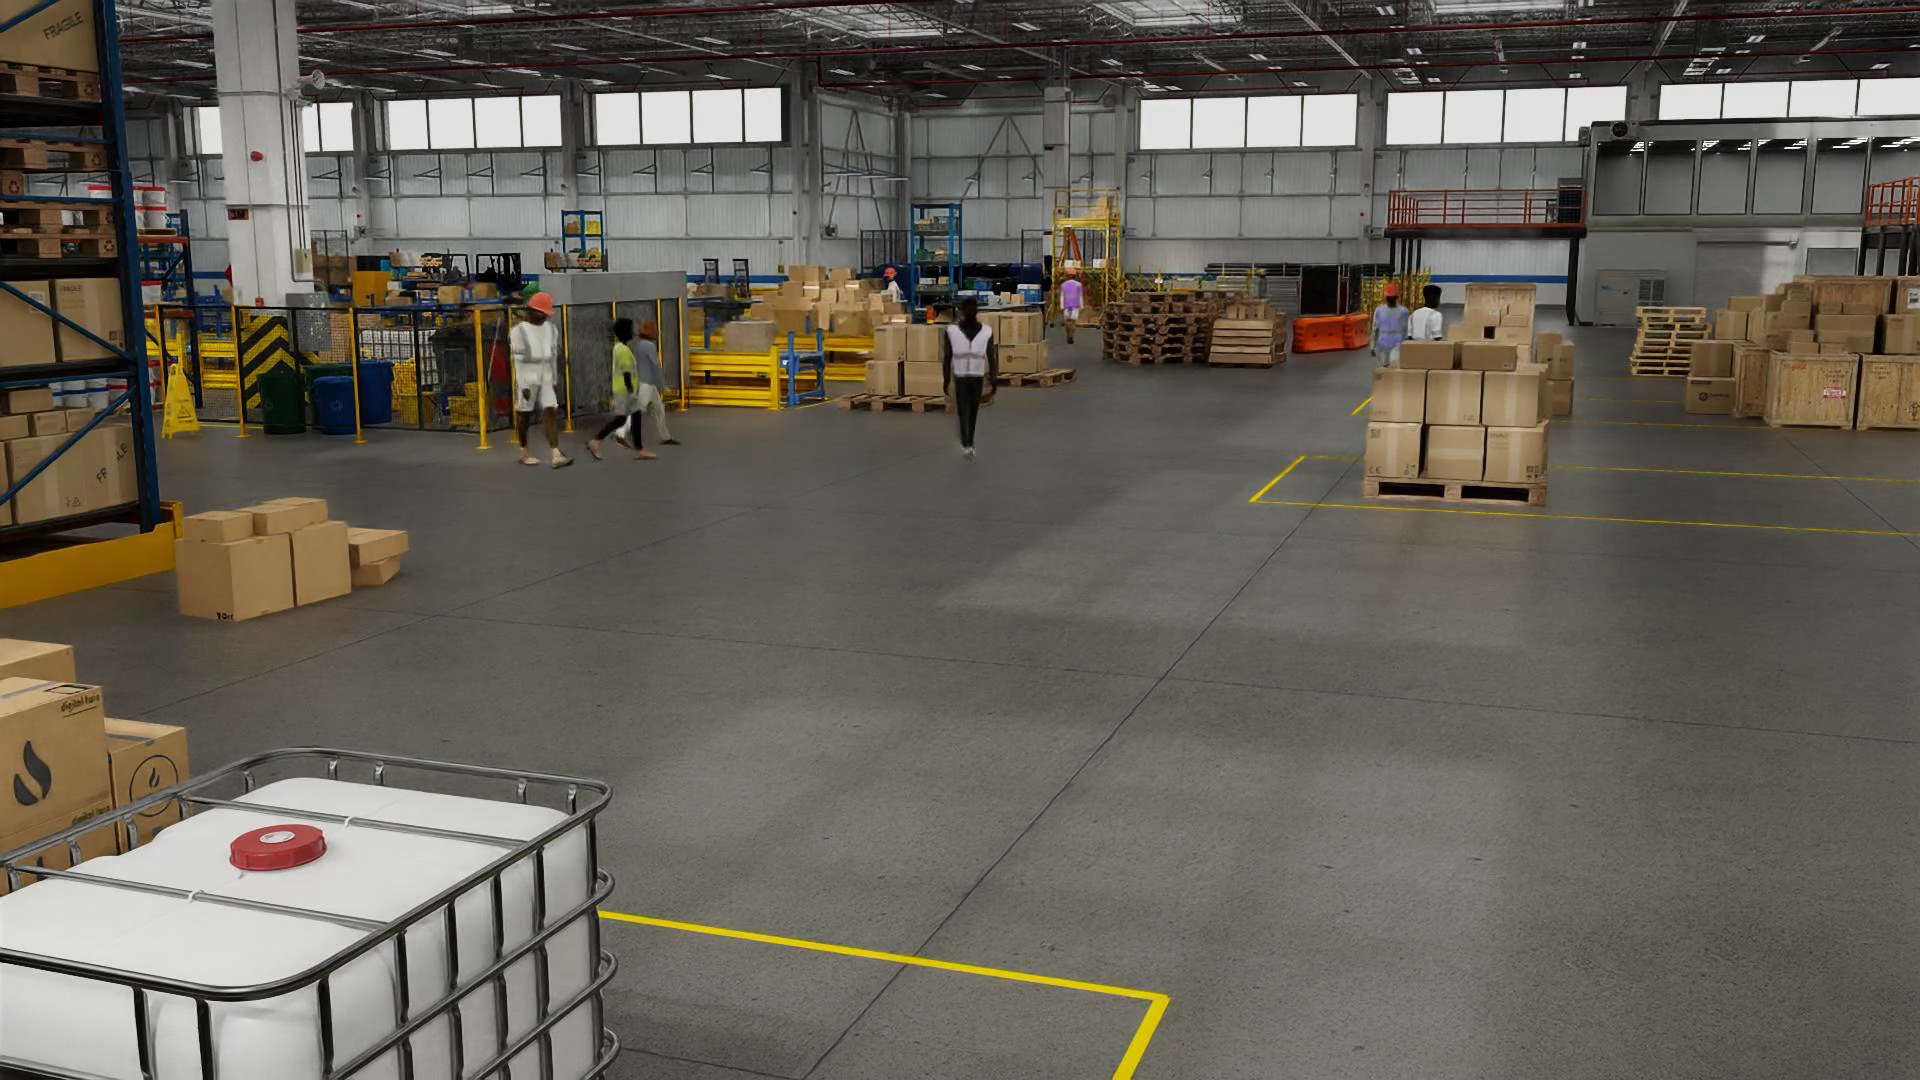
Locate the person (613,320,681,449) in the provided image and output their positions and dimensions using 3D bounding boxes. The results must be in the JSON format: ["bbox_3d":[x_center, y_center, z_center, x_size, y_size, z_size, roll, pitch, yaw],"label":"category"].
[{"bbox_3d":[-3.913,-1.925,20.568,0.861,1.591,0.491,-4,11,-22],"label":"person"}]

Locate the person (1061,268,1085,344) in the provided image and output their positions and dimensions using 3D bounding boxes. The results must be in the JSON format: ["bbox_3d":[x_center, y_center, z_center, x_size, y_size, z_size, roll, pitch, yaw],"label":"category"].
[{"bbox_3d":[2.875,-5.943,42.274,0.574,1.897,0.885,3,11,17],"label":"person"}]

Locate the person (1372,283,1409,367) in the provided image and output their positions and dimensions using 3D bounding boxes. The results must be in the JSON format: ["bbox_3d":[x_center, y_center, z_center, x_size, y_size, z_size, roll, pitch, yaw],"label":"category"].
[{"bbox_3d":[6.808,-3.103,26.298,0.553,1.914,0.829,4,11,23],"label":"person"}]

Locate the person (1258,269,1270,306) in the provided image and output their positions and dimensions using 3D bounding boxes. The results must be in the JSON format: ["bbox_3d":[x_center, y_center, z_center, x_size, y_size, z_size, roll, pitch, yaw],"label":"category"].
[{"bbox_3d":[10.067,-8.073,54.832,0.519,1.699,0.744,-9,14,-42],"label":"person"}]

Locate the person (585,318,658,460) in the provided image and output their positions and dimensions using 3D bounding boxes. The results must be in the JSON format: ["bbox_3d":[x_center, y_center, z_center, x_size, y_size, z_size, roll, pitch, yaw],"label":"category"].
[{"bbox_3d":[-3.944,-1.737,19.243,0.765,1.674,0.535,-2,10,-11],"label":"person"}]

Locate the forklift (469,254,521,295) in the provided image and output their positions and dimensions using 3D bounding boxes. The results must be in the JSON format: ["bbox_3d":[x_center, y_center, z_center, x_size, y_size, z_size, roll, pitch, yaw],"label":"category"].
[{"bbox_3d":[-17.990,-10.121,64.684,1.157,1.987,2.680,3,11,17],"label":"forklift"}]

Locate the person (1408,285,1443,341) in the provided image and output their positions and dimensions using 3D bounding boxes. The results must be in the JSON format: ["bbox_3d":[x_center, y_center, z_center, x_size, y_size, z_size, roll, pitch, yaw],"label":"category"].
[{"bbox_3d":[6.434,-2.536,22.950,0.385,1.958,0.608,-5,11,-26],"label":"person"}]

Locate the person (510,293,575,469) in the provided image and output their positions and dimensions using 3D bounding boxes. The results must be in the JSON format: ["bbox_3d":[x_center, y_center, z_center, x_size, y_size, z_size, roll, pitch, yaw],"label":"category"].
[{"bbox_3d":[-4.702,-1.772,18.614,1.036,1.963,0.622,10,14,43],"label":"person"}]

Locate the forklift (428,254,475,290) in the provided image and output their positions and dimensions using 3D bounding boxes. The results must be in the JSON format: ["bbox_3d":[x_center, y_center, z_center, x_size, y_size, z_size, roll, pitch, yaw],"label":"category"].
[{"bbox_3d":[-20.133,-10.254,65.465,1.157,1.987,2.680,3,11,19],"label":"forklift"}]

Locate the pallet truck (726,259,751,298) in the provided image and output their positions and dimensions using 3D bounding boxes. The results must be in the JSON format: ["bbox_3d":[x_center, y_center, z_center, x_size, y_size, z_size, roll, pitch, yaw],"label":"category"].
[{"bbox_3d":[-7.986,-9.493,62.019,0.823,1.965,1.885,3,11,17],"label":"pallet truck"}]

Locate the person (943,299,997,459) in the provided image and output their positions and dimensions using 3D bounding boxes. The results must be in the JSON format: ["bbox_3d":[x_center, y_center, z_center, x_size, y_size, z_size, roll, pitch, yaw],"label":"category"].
[{"bbox_3d":[0.125,-1.912,19.697,0.611,1.865,0.998,-2,10,-11],"label":"person"}]

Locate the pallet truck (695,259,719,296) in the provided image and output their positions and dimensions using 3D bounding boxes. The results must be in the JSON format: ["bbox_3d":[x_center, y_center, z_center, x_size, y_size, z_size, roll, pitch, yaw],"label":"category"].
[{"bbox_3d":[-9.165,-9.627,62.776,0.823,1.965,1.885,4,11,23],"label":"pallet truck"}]

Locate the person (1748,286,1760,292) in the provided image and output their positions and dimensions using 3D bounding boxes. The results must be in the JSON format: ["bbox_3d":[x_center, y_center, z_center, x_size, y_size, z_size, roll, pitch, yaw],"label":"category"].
[{"bbox_3d":[27.445,-8.514,57.536,0.497,1.625,0.287,6,12,30],"label":"person"}]

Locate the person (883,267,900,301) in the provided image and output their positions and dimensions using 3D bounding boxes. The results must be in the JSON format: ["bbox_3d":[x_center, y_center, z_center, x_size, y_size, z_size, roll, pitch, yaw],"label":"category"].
[{"bbox_3d":[-1.534,-5.121,37.408,0.376,1.995,0.611,-1,10,-7],"label":"person"}]
